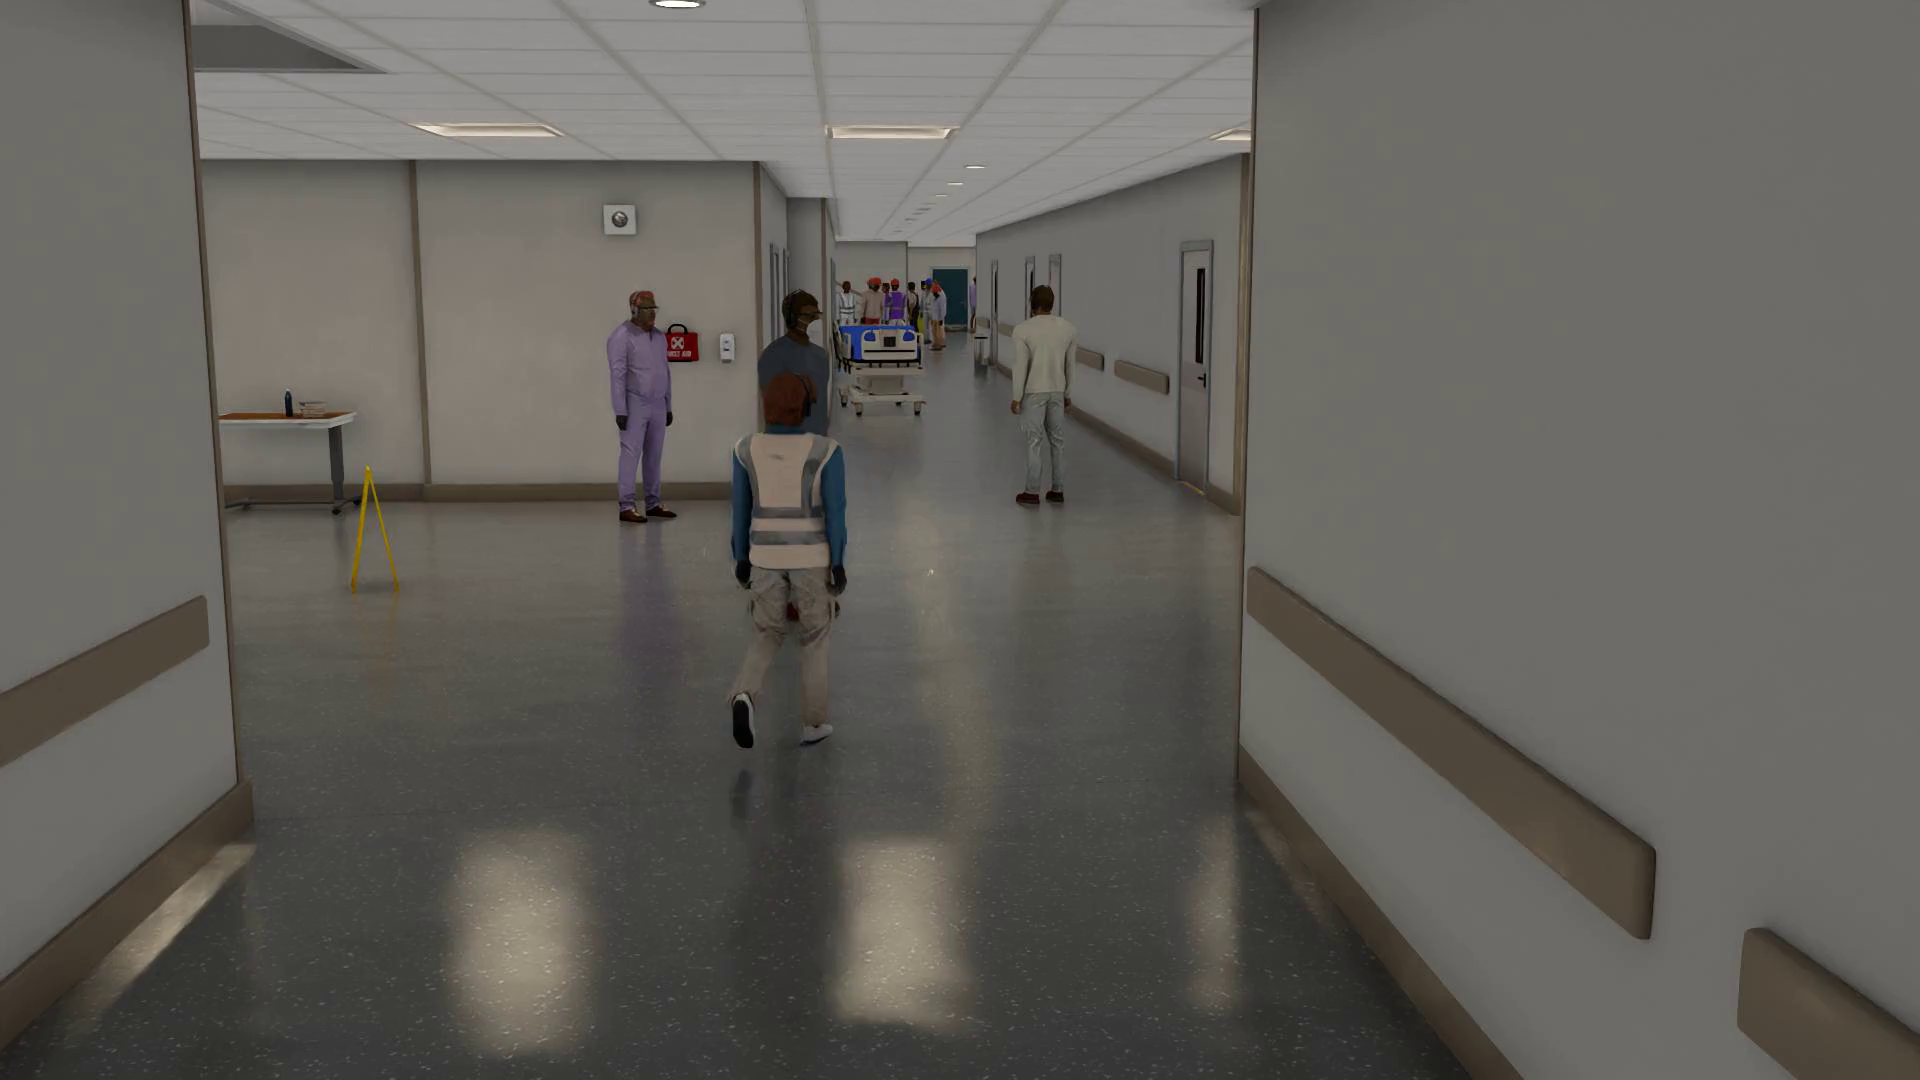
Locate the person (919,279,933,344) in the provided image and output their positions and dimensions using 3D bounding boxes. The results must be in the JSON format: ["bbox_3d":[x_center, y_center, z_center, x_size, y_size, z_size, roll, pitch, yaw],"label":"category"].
[{"bbox_3d":[-0.887,-6.683,48.715,0.673,1.921,0.569,6,11,33],"label":"person"}]

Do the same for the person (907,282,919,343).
[{"bbox_3d":[-1.301,-6.204,45.919,0.336,1.842,0.508,3,10,19],"label":"person"}]

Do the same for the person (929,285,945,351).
[{"bbox_3d":[-0.625,-5.951,44.625,0.343,1.750,0.569,-5,11,-31],"label":"person"}]

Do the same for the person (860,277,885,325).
[{"bbox_3d":[-2.148,-5.518,41.217,0.638,1.965,0.442,-4,10,-23],"label":"person"}]

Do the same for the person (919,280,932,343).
[{"bbox_3d":[-1.022,-6.773,49.435,0.325,1.865,0.516,-4,10,-24],"label":"person"}]

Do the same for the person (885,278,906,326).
[{"bbox_3d":[-1.631,-5.594,41.800,0.551,1.936,0.356,-4,10,-24],"label":"person"}]

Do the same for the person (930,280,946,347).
[{"bbox_3d":[-0.627,-6.375,46.872,0.420,1.893,0.676,-4,10,-24],"label":"person"}]

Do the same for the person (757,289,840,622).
[{"bbox_3d":[-0.939,-0.499,9.815,0.373,1.940,0.629,4,10,23],"label":"person"}]

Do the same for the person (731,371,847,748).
[{"bbox_3d":[-0.745,0.106,7.023,0.519,1.626,0.565,3,9,17],"label":"person"}]

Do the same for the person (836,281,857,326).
[{"bbox_3d":[-2.987,-5.855,43.651,0.567,1.878,0.357,-5,10,-30],"label":"person"}]

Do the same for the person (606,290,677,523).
[{"bbox_3d":[-2.599,-1.098,13.706,0.399,1.899,0.648,6,11,31],"label":"person"}]

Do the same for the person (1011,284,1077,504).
[{"bbox_3d":[0.730,-1.284,14.738,0.632,1.940,0.368,-5,10,-27],"label":"person"}]
